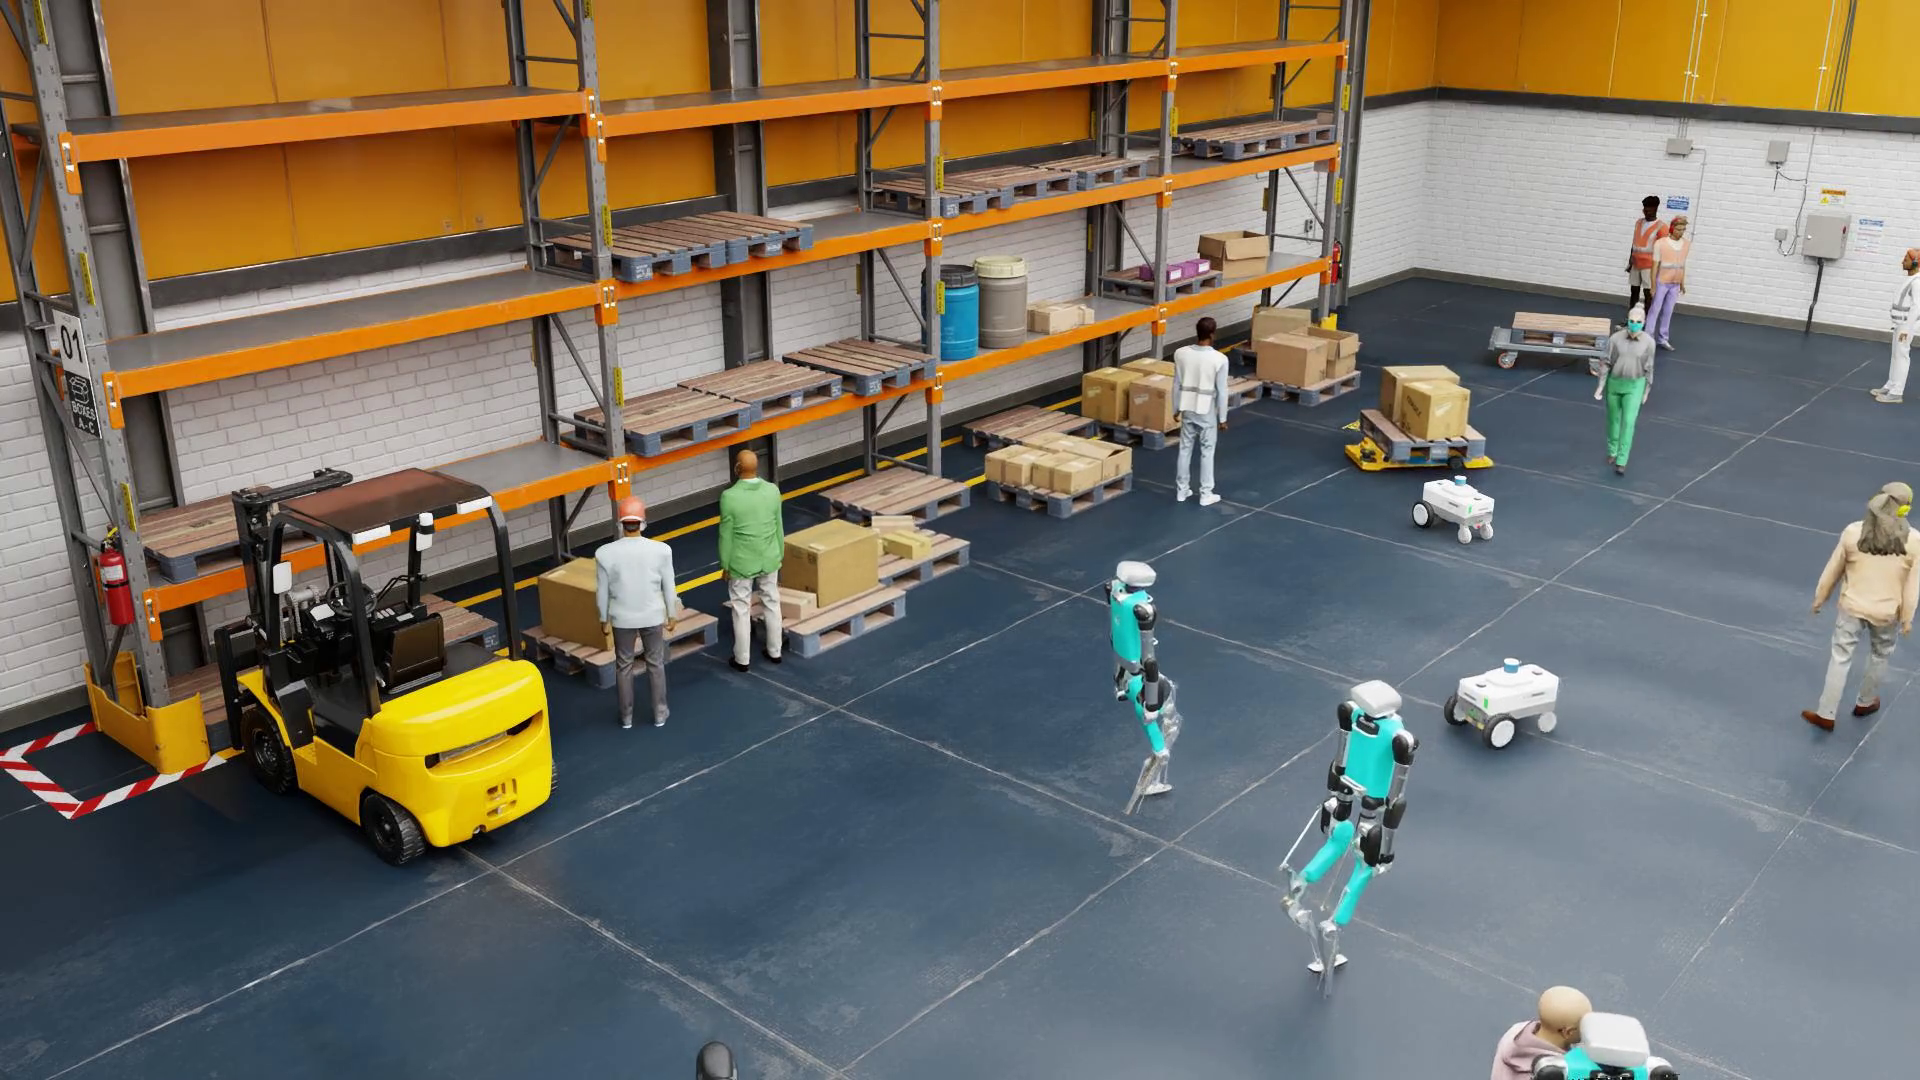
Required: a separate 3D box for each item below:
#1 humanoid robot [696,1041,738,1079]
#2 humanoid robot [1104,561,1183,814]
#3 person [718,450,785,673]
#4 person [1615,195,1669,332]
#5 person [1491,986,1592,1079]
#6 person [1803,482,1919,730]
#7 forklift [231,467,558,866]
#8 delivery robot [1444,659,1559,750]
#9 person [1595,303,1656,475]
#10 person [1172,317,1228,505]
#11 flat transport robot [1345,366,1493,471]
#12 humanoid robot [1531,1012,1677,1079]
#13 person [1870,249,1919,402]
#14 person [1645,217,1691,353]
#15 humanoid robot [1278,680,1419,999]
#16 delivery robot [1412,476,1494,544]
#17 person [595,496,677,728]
[{"bbox_3d":[-0.920,2.632,6.427,0.610,1.634,0.706,-8,22,-21],"label":"humanoid robot"},{"bbox_3d":[1.316,0.967,10.863,0.763,1.811,0.539,-8,22,-21],"label":"humanoid robot"},{"bbox_3d":[-1.612,0.161,12.943,0.545,1.777,0.385,-12,23,-29],"label":"person"},{"bbox_3d":[9.805,-3.956,23.833,0.370,1.959,0.602,-8,22,-22],"label":"person"},{"bbox_3d":[2.214,2.517,6.560,0.412,1.776,0.547,-1,20,-3],"label":"person"},{"bbox_3d":[6.555,0.451,12.046,0.643,1.846,0.720,12,23,28],"label":"person"},{"bbox_3d":[-3.730,0.710,10.856,2.313,2.155,1.214,17,26,38],"label":"forklift"},{"bbox_3d":[3.936,1.155,12.016,0.787,0.599,0.499,-9,22,-22],"label":"delivery robot"},{"bbox_3d":[7.054,-1.613,17.708,0.520,1.805,0.845,12,24,30],"label":"person"},{"bbox_3d":[2.389,-1.289,16.681,0.606,1.910,0.402,13,24,32],"label":"person"},{"bbox_3d":[4.999,-0.959,18.149,1.431,0.231,0.659,-1,20,-3],"label":"flat transport robot"},{"bbox_3d":[2.394,2.721,6.156,0.532,1.845,0.833,0,20,-1],"label":"humanoid robot"},{"bbox_3d":[11.519,-2.619,20.318,0.356,1.883,0.572,7,21,18],"label":"person"},{"bbox_3d":[9.667,-3.495,22.749,0.562,1.842,0.391,-7,21,-17],"label":"person"},{"bbox_3d":[2.008,1.698,8.989,0.716,1.904,0.542,-11,23,-28],"label":"humanoid robot"},{"bbox_3d":[4.779,-0.318,16.022,0.499,0.609,0.813,-9,22,-24],"label":"delivery robot"},{"bbox_3d":[-2.328,0.524,12.008,0.571,1.740,0.352,-4,21,-11],"label":"person"}]
